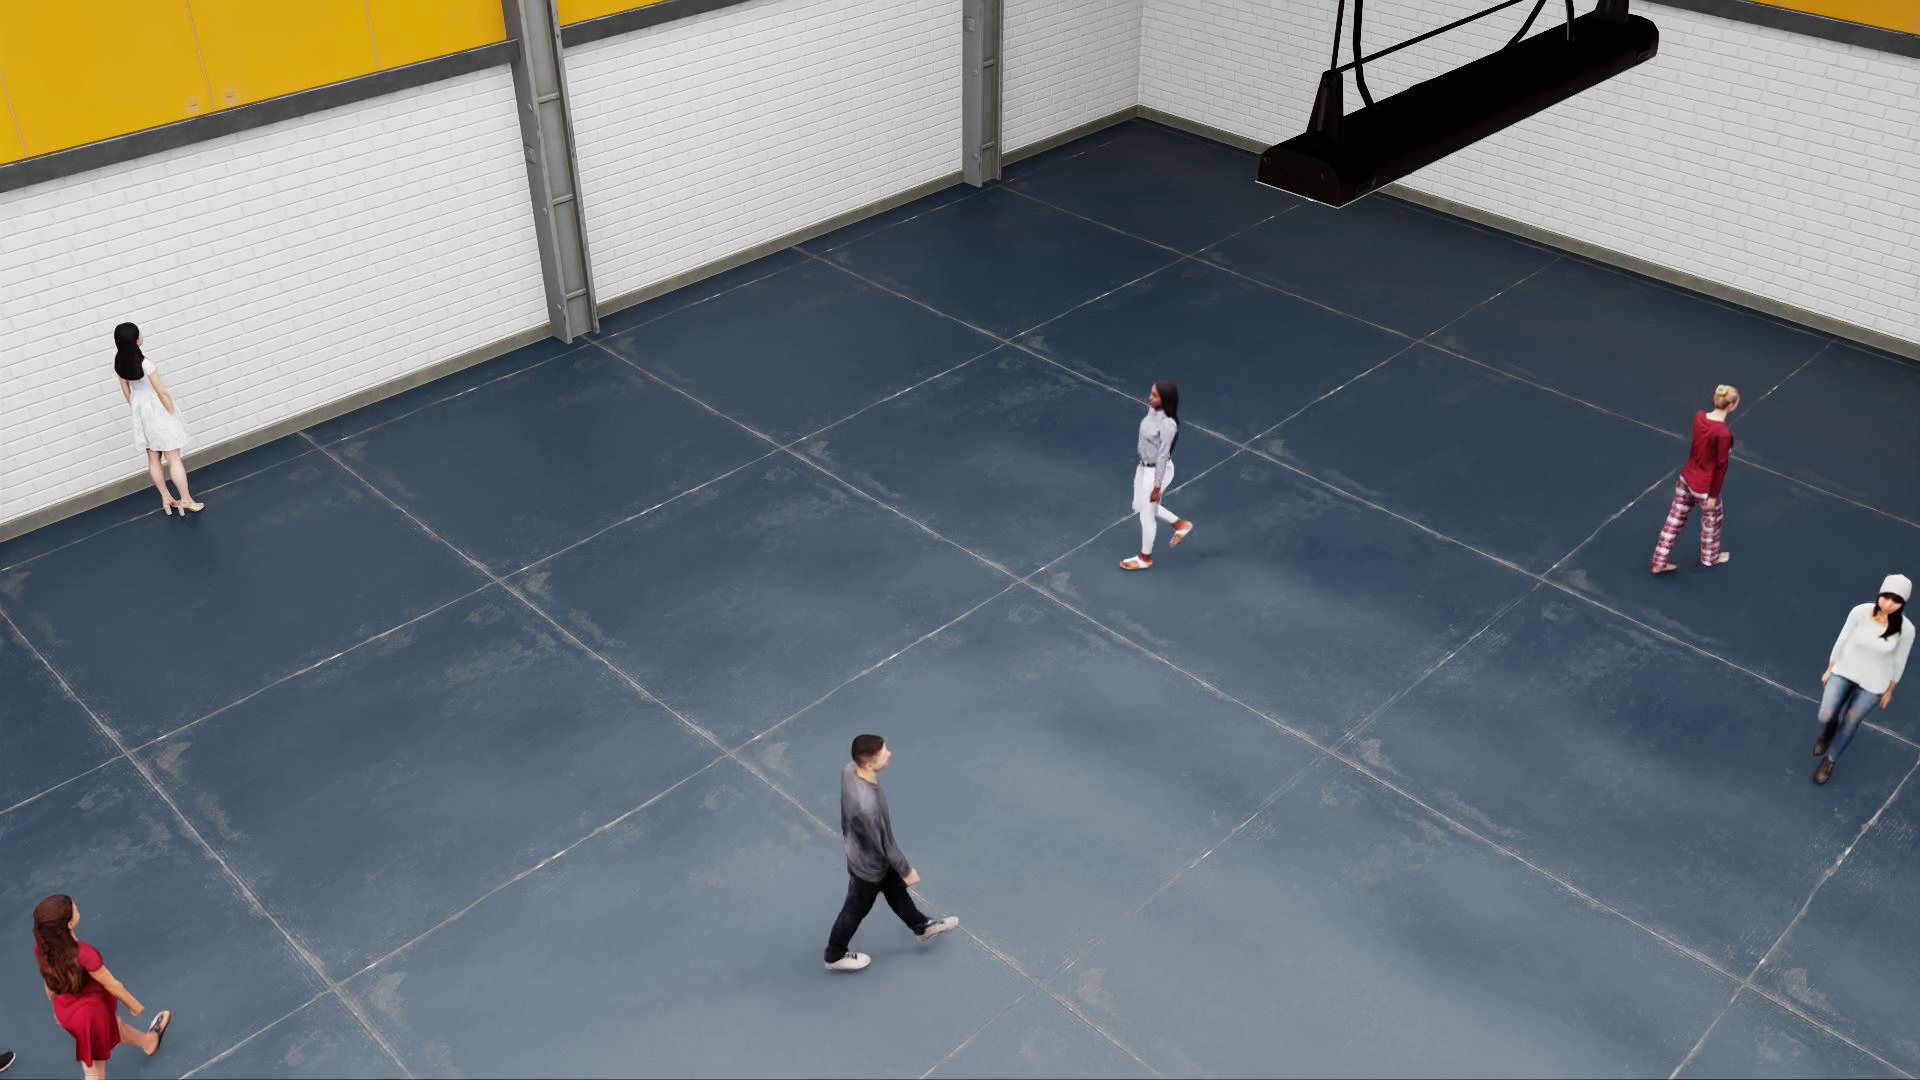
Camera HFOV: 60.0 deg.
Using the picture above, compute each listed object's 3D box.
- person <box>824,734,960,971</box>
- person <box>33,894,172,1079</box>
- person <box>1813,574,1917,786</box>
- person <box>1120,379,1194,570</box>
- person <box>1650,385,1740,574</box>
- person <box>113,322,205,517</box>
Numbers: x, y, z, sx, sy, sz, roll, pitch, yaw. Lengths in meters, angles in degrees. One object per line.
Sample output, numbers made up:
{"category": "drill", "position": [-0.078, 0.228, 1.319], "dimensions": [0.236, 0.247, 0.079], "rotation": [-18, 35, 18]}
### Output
{"category": "person", "position": [-0.609, 1.865, 9.604], "dimensions": [1.159, 1.720, 0.992], "rotation": [-7, 34, -10]}
{"category": "person", "position": [-4.649, 2.545, 8.768], "dimensions": [0.876, 1.513, 1.092], "rotation": [9, 35, 13]}
{"category": "person", "position": [6.042, 0.891, 11.141], "dimensions": [0.629, 1.640, 0.695], "rotation": [23, 40, 31]}
{"category": "person", "position": [1.618, -0.513, 13.190], "dimensions": [0.971, 1.710, 0.859], "rotation": [-7, 34, -10]}
{"category": "person", "position": [5.777, -0.447, 13.121], "dimensions": [1.053, 1.678, 0.915], "rotation": [-10, 35, -14]}
{"category": "person", "position": [-6.717, -1.004, 13.872], "dimensions": [0.760, 1.774, 0.786], "rotation": [10, 35, 15]}
